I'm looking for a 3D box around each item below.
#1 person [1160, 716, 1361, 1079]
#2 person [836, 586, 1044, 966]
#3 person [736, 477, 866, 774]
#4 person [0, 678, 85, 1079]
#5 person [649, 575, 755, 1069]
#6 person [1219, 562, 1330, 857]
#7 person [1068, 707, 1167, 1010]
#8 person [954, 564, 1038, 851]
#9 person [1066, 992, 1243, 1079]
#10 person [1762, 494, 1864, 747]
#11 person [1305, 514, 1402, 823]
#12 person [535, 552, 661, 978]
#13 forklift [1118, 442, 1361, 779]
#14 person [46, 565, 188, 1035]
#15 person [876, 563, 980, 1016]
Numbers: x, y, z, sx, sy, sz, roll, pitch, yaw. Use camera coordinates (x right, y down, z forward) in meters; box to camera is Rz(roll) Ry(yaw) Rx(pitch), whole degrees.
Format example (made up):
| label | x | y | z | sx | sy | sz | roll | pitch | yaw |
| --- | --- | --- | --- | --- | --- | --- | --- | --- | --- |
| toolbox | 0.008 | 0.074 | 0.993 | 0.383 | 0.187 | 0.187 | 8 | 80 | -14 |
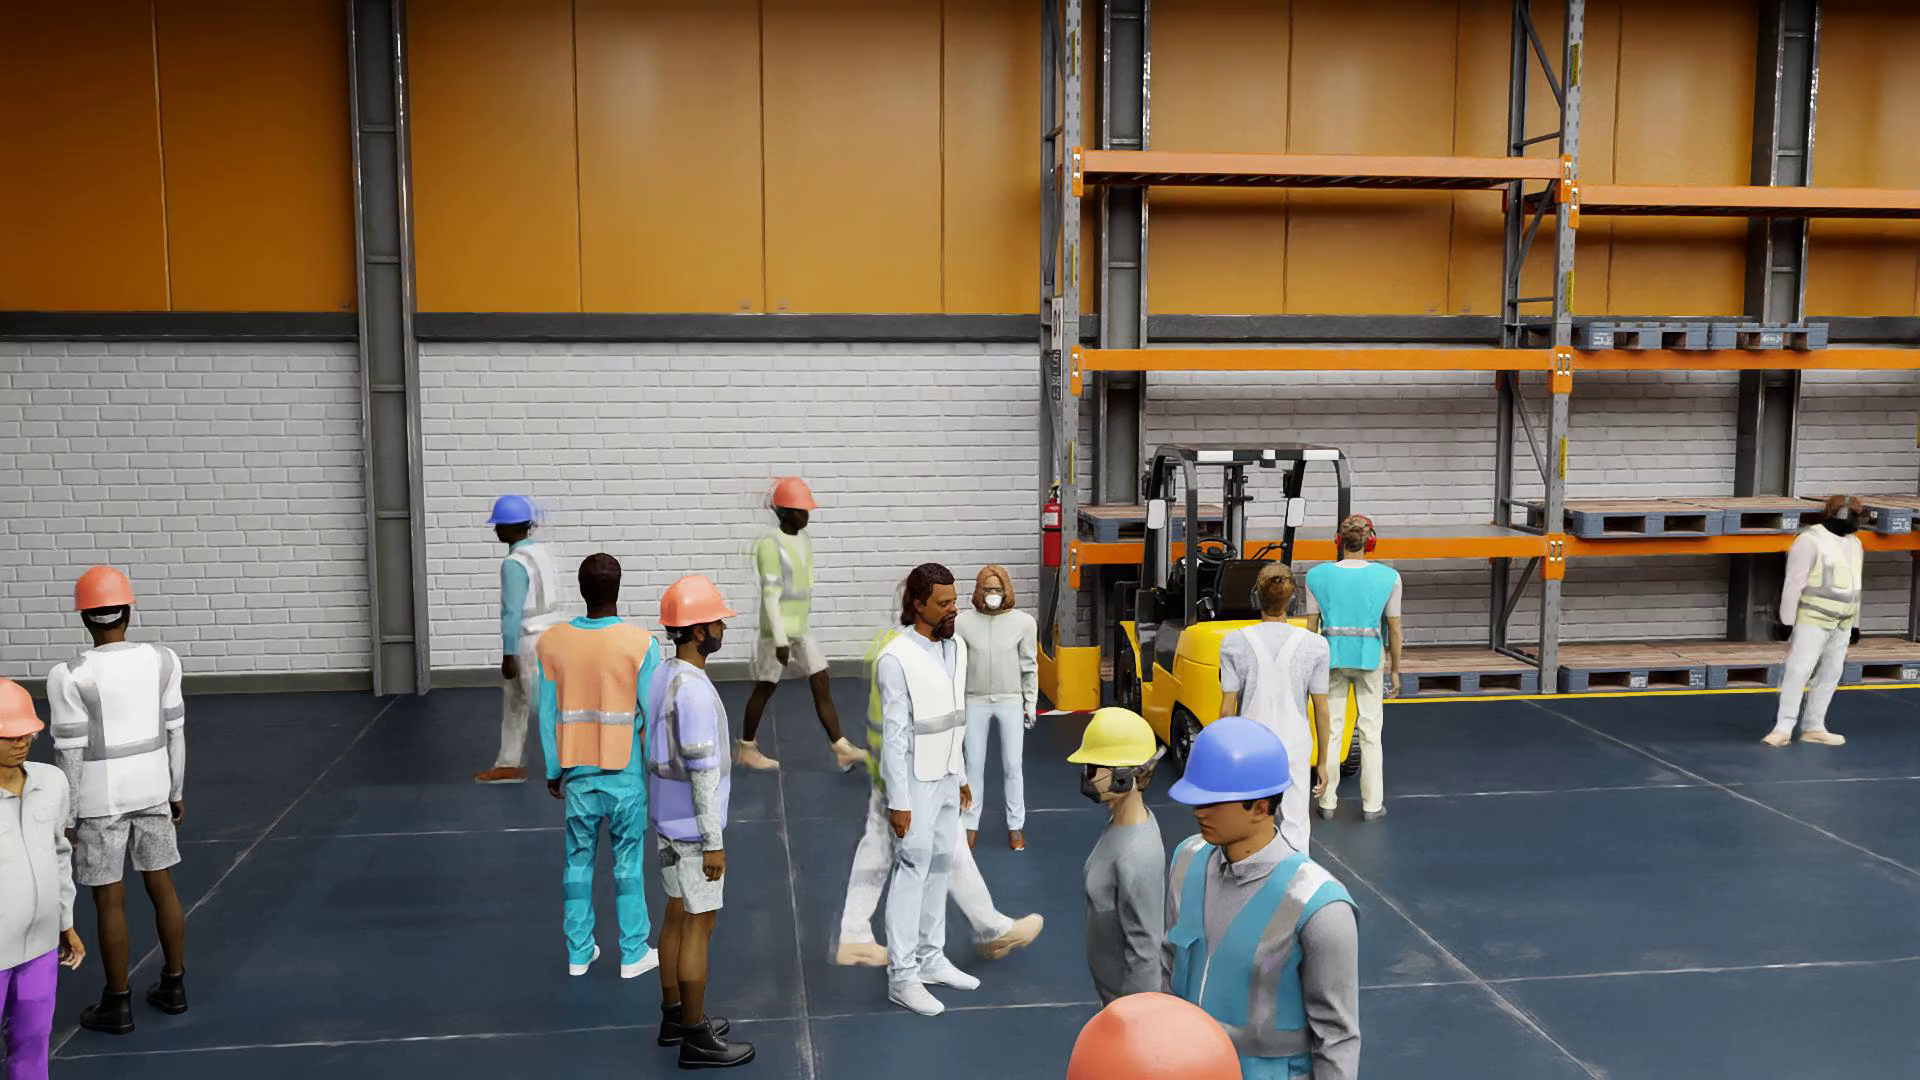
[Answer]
| label | x | y | z | sx | sy | sz | roll | pitch | yaw |
| --- | --- | --- | --- | --- | --- | --- | --- | --- | --- |
| person | 0.698 | 1.385 | 4.105 | 0.406 | 1.942 | 0.614 | -4 | 8 | -34 |
| person | -0.126 | 1.062 | 7.616 | 0.981 | 1.784 | 0.636 | -2 | 7 | -14 |
| person | -1.058 | 0.582 | 10.979 | 1.047 | 1.981 | 0.618 | 3 | 7 | 24 |
| person | -3.144 | 1.319 | 5.511 | 0.339 | 1.752 | 0.564 | 2 | 7 | 19 |
| person | -1.043 | 1.103 | 6.590 | 0.352 | 1.942 | 0.546 | -3 | 7 | -26 |
| person | 1.452 | 1.022 | 7.721 | 0.514 | 1.844 | 0.333 | 1 | 7 | 9 |
| person | 0.483 | 1.374 | 4.982 | 0.329 | 1.769 | 0.526 | 0 | 7 | 2 |
| person | 0.190 | 0.942 | 9.387 | 0.505 | 1.628 | 0.278 | 0 | 7 | 3 |
| person | 0.272 | 1.586 | 2.381 | 0.359 | 1.939 | 0.543 | -5 | 8 | -37 |
| person | 6.079 | 0.585 | 11.777 | 0.779 | 1.813 | 0.432 | -3 | 7 | -23 |
| person | 2.340 | 0.770 | 9.924 | 0.571 | 1.845 | 0.382 | 2 | 7 | 16 |
| person | -1.598 | 1.012 | 7.477 | 0.595 | 1.921 | 0.386 | 1 | 7 | 11 |
| forklift | 1.912 | 0.418 | 11.496 | 1.214 | 2.155 | 2.313 | -1 | 7 | -8 |
| person | -3.506 | 1.070 | 6.923 | 0.377 | 1.932 | 0.548 | 5 | 8 | 36 |
| person | -0.150 | 1.047 | 7.186 | 0.380 | 1.918 | 0.596 | 4 | 7 | 28 |
